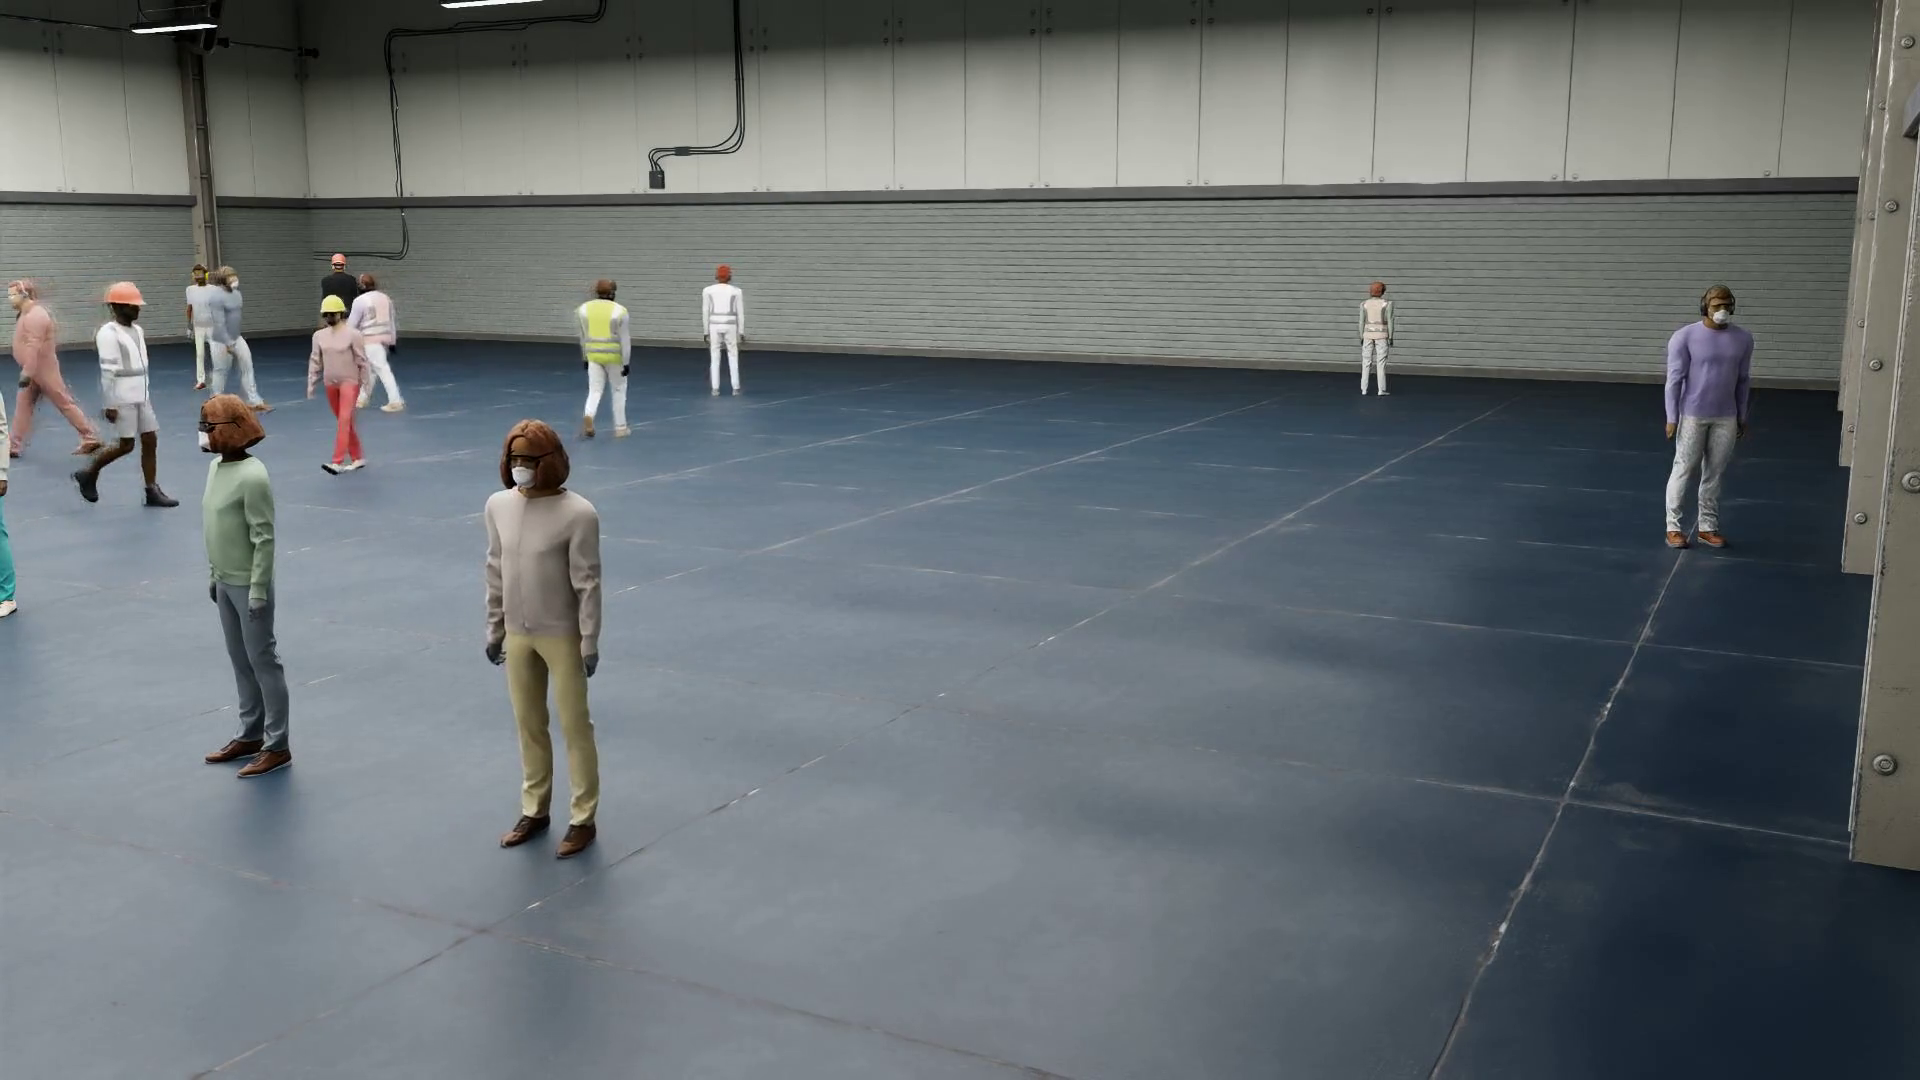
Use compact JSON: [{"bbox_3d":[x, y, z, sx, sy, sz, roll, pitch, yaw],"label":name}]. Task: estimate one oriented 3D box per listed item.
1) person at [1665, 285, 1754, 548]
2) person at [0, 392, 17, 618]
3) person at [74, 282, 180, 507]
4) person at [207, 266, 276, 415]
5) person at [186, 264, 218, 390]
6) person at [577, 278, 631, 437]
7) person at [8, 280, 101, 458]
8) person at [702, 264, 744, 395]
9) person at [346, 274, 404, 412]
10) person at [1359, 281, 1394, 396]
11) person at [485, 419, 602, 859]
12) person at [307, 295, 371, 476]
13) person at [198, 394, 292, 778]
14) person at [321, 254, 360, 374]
[{"bbox_3d":[5.494,-0.901,12.238,0.635,1.937,0.353,-1,10,-4],"label":"person"},{"bbox_3d":[-5.953,-0.396,9.955,0.535,1.767,0.317,2,11,8],"label":"person"},{"bbox_3d":[-7.057,-1.206,13.984,0.747,1.918,0.550,1,10,5],"label":"person"},{"bbox_3d":[-9.179,-2.513,21.116,0.902,1.898,0.652,2,11,12],"label":"person"},{"bbox_3d":[-11.239,-3.163,24.770,0.538,1.866,0.313,-2,11,-10],"label":"person"},{"bbox_3d":[-4.018,-2.048,18.822,0.637,1.818,0.730,2,11,10],"label":"person"},{"bbox_3d":[-9.539,-1.765,17.246,1.072,1.846,0.636,-9,14,-40],"label":"person"},{"bbox_3d":[-3.407,-3.022,23.951,0.584,1.882,0.342,-1,10,-3],"label":"person"},{"bbox_3d":[-7.722,-2.570,21.790,0.986,1.783,0.640,4,11,20],"label":"person"},{"bbox_3d":[5.966,-2.880,23.840,0.514,1.642,0.307,7,12,33],"label":"person"},{"bbox_3d":[-1.546,0.365,6.184,0.502,1.633,0.291,5,11,24],"label":"person"},{"bbox_3d":[-5.991,-1.476,15.977,0.550,1.718,0.927,2,11,11],"label":"person"},{"bbox_3d":[-3.082,0.190,7.119,0.497,1.633,0.285,10,14,43],"label":"person"},{"bbox_3d":[-10.174,-3.708,27.389,0.621,1.992,0.397,-6,12,-29],"label":"person"}]
